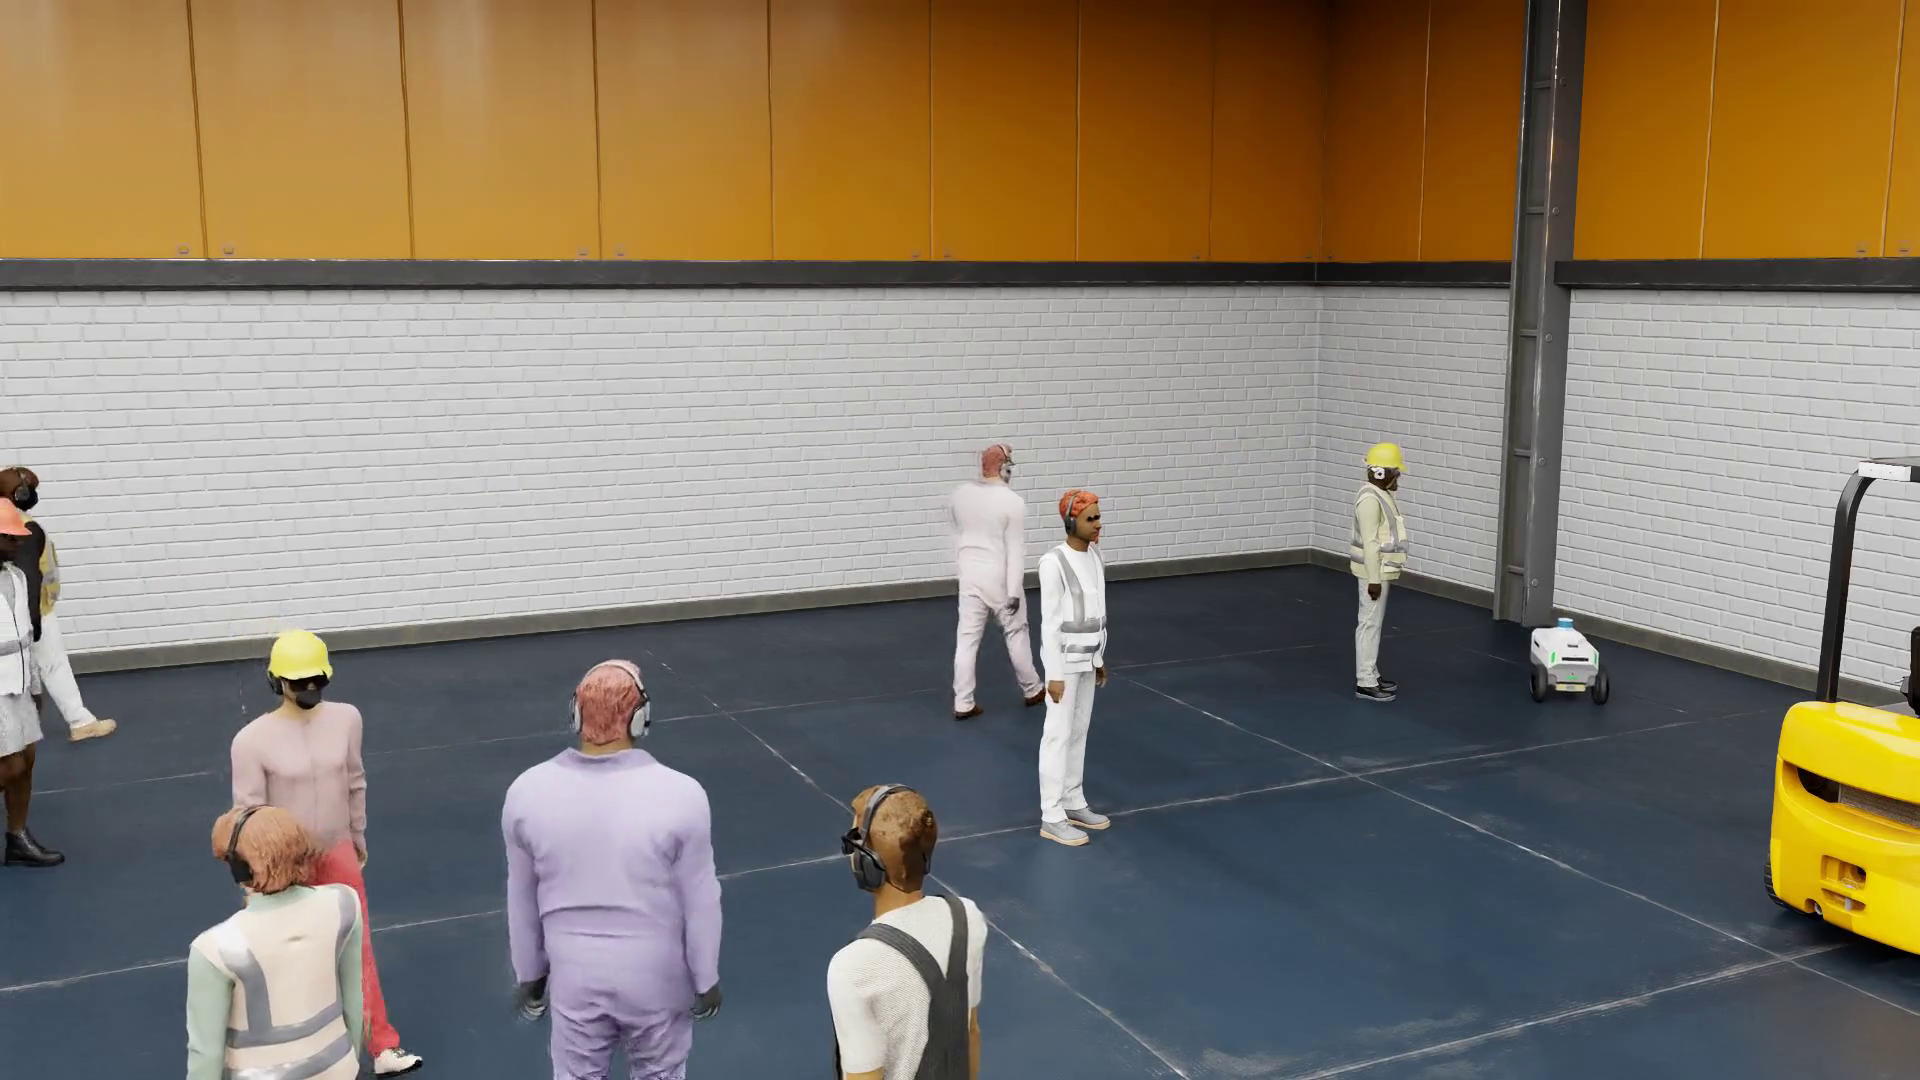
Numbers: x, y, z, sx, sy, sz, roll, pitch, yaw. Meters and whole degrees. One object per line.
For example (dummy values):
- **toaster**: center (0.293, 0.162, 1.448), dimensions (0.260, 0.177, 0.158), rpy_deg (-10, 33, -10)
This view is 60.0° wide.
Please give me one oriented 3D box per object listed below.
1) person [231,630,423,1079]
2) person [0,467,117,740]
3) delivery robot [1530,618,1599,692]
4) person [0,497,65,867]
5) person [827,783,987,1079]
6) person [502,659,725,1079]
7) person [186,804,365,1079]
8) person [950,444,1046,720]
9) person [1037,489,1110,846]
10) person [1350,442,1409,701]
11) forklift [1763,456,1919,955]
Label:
- **person**: center (-2.404, 1.187, 6.188), dimensions (0.907, 1.719, 0.557), rpy_deg (8, 12, 42)
- **person**: center (-5.942, 0.432, 10.620), dimensions (0.648, 1.821, 0.714), rpy_deg (7, 11, 36)
- **delivery robot**: center (4.320, 0.803, 11.895), dimensions (0.477, 0.478, 0.707), rpy_deg (1, 9, 8)
- **person**: center (-4.842, 0.740, 8.353), dimensions (0.466, 1.918, 0.563), rpy_deg (0, 9, 3)
- **person**: center (-0.138, 1.481, 3.987), dimensions (0.328, 1.844, 0.514), rpy_deg (7, 11, 36)
- **person**: center (-1.045, 1.294, 5.034), dimensions (0.659, 1.883, 0.743), rpy_deg (1, 9, 8)
- **person**: center (-1.830, 1.505, 4.502), dimensions (0.330, 1.630, 0.514), rpy_deg (6, 11, 35)
- **person**: center (0.273, 0.269, 11.433), dimensions (0.662, 1.863, 0.943), rpy_deg (7, 11, 37)
- **person**: center (0.615, 0.668, 8.914), dimensions (0.355, 1.883, 0.572), rpy_deg (5, 11, 30)
- **person**: center (2.988, 0.217, 11.867), dimensions (0.404, 1.833, 0.589), rpy_deg (3, 10, 18)
- **forklift**: center (4.857, 0.731, 7.561), dimensions (2.313, 2.155, 1.214), rpy_deg (-4, 10, -25)
